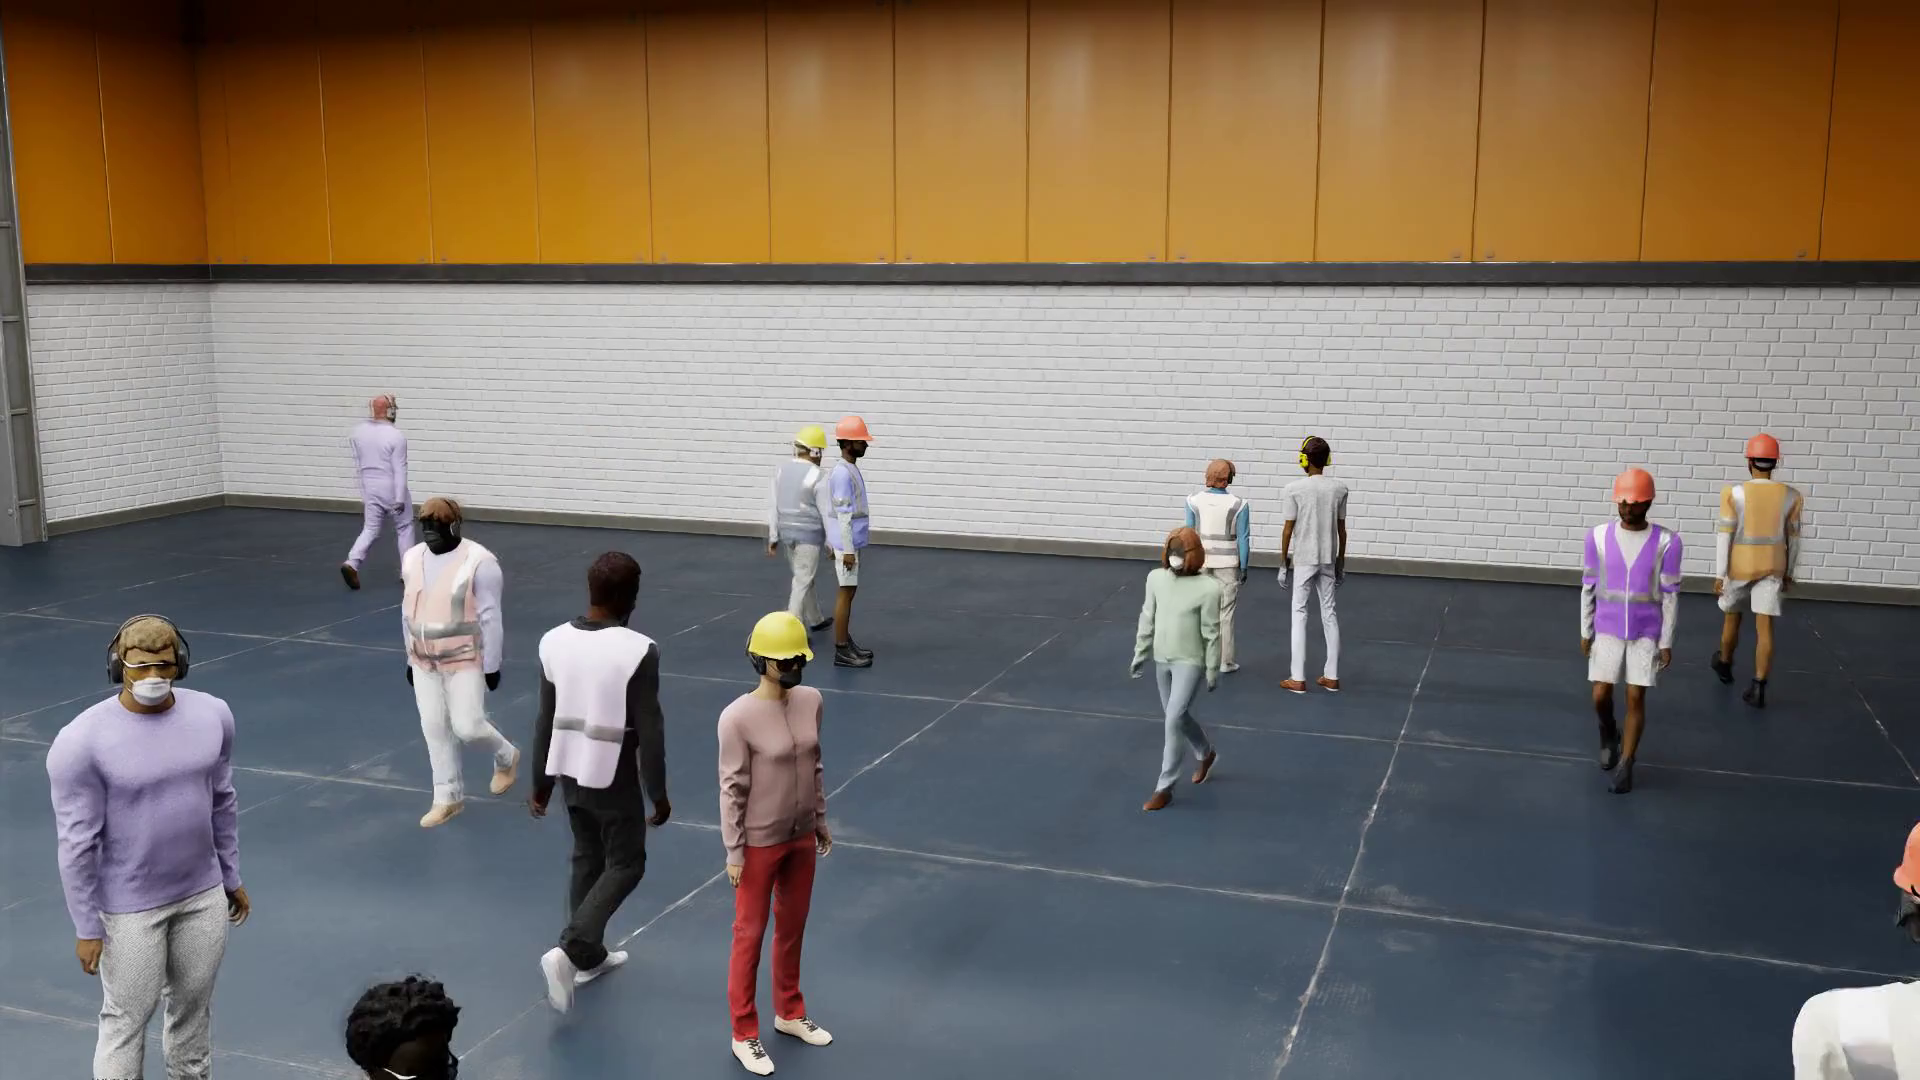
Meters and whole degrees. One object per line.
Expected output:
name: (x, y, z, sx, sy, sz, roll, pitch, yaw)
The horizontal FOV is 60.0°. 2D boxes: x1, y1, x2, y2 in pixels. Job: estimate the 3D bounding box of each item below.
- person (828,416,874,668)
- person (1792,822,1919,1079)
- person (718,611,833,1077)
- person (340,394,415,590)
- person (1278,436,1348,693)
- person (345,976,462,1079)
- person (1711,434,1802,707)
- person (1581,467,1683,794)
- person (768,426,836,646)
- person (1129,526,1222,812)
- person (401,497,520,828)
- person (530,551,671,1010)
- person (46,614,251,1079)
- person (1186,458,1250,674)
person: (-0.831, 0.009, 12.829, 0.357, 1.936, 0.551, 0, 9, 0)
person: (1.946, 1.523, 3.267, 0.620, 2.009, 0.997, 3, 10, 16)
person: (-0.686, 1.138, 6.366, 0.323, 1.765, 0.534, 7, 12, 39)
person: (-5.560, -0.464, 15.967, 0.642, 1.875, 0.870, 4, 10, 23)
person: (2.560, 0.179, 12.043, 0.509, 1.857, 0.351, -2, 9, -13)
person: (-1.161, 1.671, 3.428, 0.537, 1.649, 0.904, -5, 11, -30)
person: (5.674, 0.186, 11.890, 0.572, 1.881, 0.992, 2, 9, 13)
person: (3.918, 0.518, 9.753, 0.541, 1.921, 0.502, 5, 10, 28)
person: (-1.186, -0.035, 13.561, 0.613, 1.789, 0.845, 8, 12, 39)
person: (1.292, 0.696, 9.589, 0.801, 1.603, 0.500, -9, 13, -44)
person: (-2.786, 0.649, 9.239, 0.624, 1.828, 0.581, 4, 10, 21)
person: (-1.544, 0.995, 6.858, 0.624, 1.894, 0.669, 5, 11, 30)
person: (-2.644, 1.191, 5.506, 0.369, 1.936, 0.630, 5, 11, 30)
person: (1.937, 0.200, 12.589, 0.512, 1.634, 0.313, 4, 10, 24)
